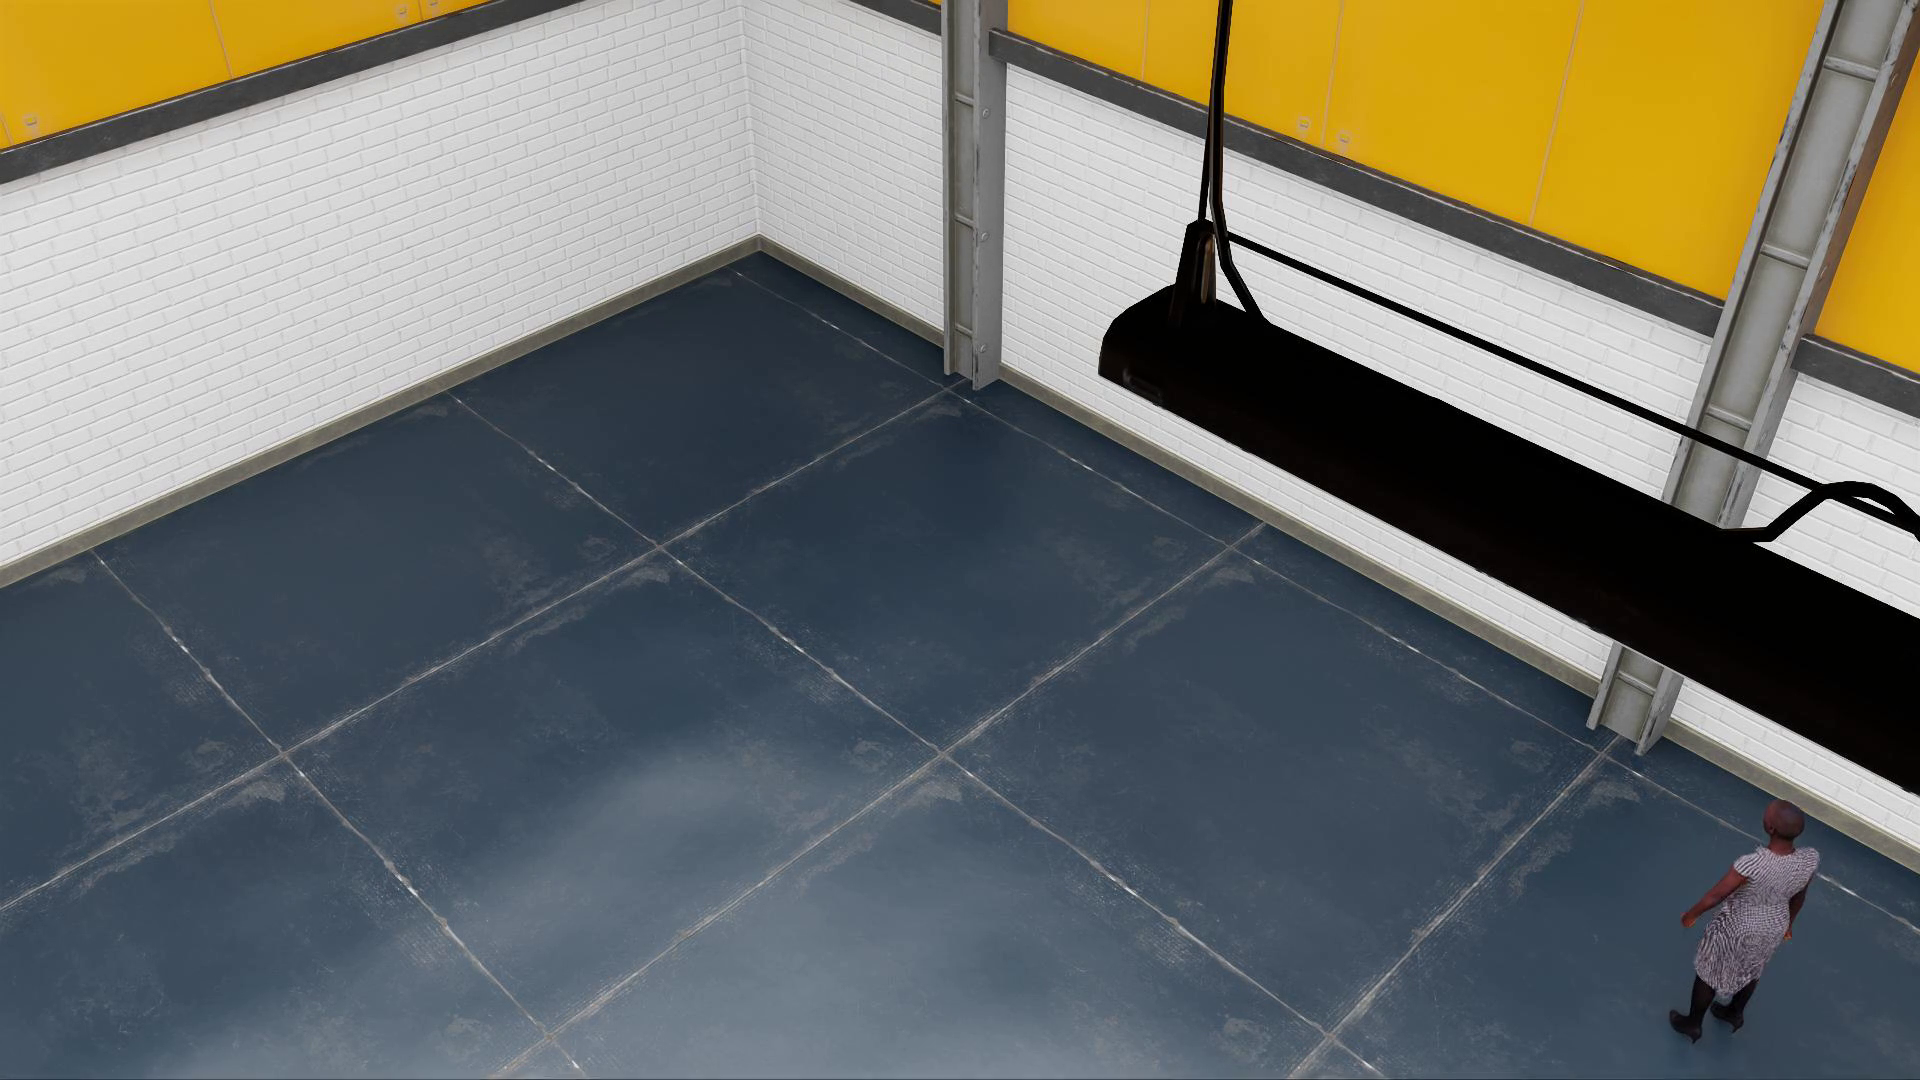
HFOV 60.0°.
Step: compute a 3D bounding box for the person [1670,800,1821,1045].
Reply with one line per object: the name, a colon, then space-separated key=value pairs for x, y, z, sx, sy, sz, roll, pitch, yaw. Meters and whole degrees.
person: x=4.011 y=2.017 z=8.462 sx=0.749 sy=1.782 sz=0.773 roll=-4 pitch=39 yaw=-5
